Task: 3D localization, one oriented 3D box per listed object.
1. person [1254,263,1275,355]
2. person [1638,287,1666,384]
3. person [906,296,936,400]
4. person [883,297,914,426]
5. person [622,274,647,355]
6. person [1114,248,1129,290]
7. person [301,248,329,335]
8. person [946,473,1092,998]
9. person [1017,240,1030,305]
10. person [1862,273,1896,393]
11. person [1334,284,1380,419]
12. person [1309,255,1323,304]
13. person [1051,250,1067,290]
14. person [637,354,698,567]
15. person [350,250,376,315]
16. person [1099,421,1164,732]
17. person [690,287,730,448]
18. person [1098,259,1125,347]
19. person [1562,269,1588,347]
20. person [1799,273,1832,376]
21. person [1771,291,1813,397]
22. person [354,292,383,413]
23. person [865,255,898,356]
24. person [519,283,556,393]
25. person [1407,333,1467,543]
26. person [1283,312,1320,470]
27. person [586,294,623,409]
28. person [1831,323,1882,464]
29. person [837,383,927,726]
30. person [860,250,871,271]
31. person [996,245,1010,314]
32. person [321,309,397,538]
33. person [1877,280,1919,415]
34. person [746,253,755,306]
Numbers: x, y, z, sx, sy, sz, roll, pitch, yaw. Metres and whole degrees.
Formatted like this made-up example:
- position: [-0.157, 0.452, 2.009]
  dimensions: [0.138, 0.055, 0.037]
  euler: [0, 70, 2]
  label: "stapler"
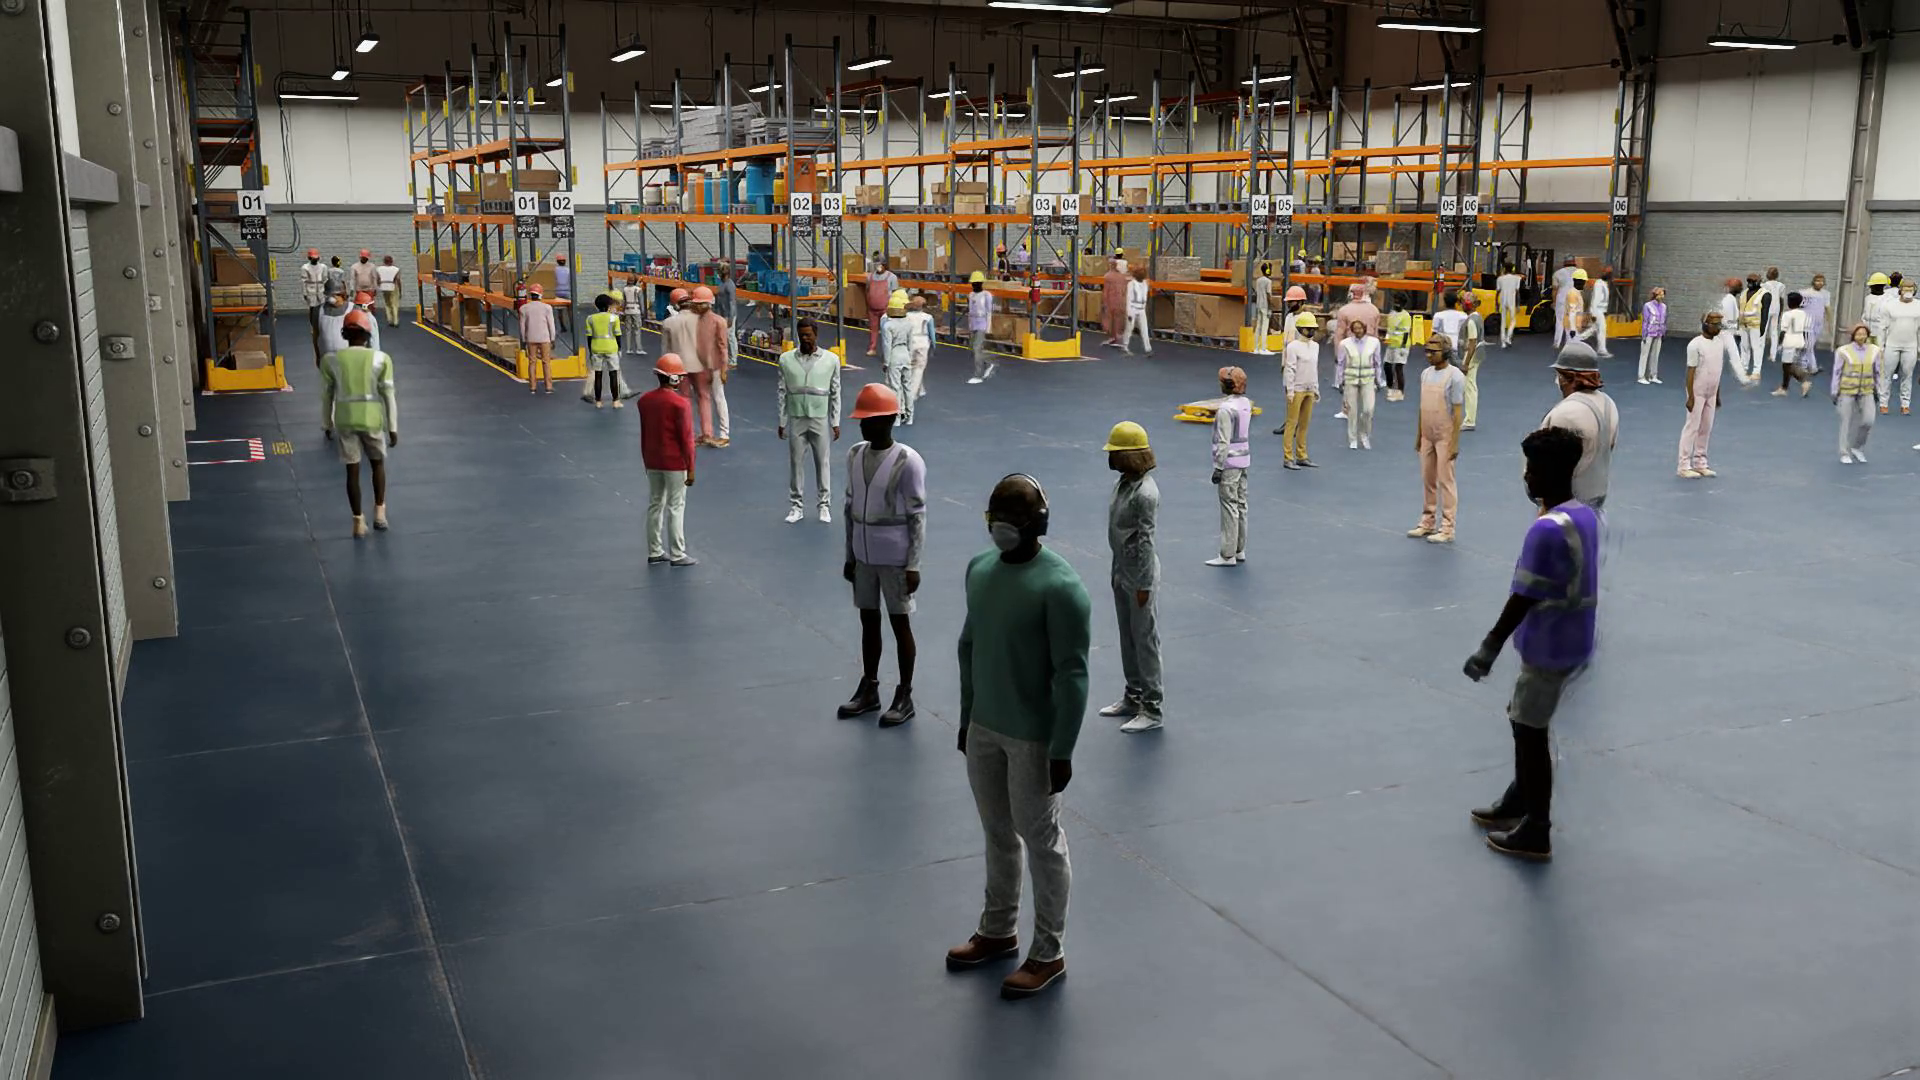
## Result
- position: [6.206, -4.716, 33.931]
  dimensions: [0.333, 1.872, 0.515]
  euler: [-4, 12, -22]
  label: "person"
- position: [11.716, -3.451, 28.120]
  dimensions: [0.514, 1.634, 0.313]
  euler: [-5, 12, -24]
  label: "person"
- position: [-0.654, -2.975, 25.765]
  dimensions: [0.528, 1.603, 0.829]
  euler: [4, 12, 20]
  label: "person"
- position: [-0.854, -2.426, 22.618]
  dimensions: [0.485, 1.744, 0.308]
  euler: [-9, 15, -40]
  label: "person"
- position: [-6.659, -4.600, 33.931]
  dimensions: [0.514, 1.640, 0.310]
  euler: [5, 12, 25]
  label: "person"
- position: [4.399, -7.081, 45.850]
  dimensions: [0.590, 1.917, 0.424]
  euler: [-10, 15, -42]
  label: "person"
- position: [-15.249, -5.875, 39.405]
  dimensions: [0.610, 2.039, 0.400]
  euler: [-8, 14, -34]
  label: "person"
- position: [0.206, 0.712, 6.171]
  dimensions: [0.362, 1.939, 0.636]
  euler: [-9, 14, -38]
  label: "person"
- position: [2.079, -8.427, 52.347]
  dimensions: [0.605, 2.045, 0.378]
  euler: [7, 13, 32]
  label: "person"
- position: [14.690, -3.316, 26.682]
  dimensions: [0.383, 1.924, 0.589]
  euler: [-3, 12, -16]
  label: "person"
- position: [5.553, -2.647, 23.382]
  dimensions: [0.660, 1.895, 0.407]
  euler: [-3, 12, -15]
  label: "person"
- position: [9.396, -6.634, 43.959]
  dimensions: [0.345, 1.767, 0.546]
  euler: [-1, 11, -4]
  label: "person"
- position: [3.022, -7.945, 50.632]
  dimensions: [0.524, 1.760, 0.327]
  euler: [-2, 11, -11]
  label: "person"
- position: [-2.364, -0.644, 13.569]
  dimensions: [0.574, 1.746, 0.346]
  euler: [8, 13, 34]
  label: "person"
- position: [-14.847, -6.226, 41.396]
  dimensions: [0.655, 1.946, 0.893]
  euler: [-5, 12, -24]
  label: "person"
- position: [0.950, 0.198, 9.314]
  dimensions: [0.340, 1.734, 0.483]
  euler: [-3, 12, -16]
  label: "person"
- position: [-3.118, -2.122, 20.493]
  dimensions: [0.626, 1.982, 0.432]
  euler: [8, 13, 34]
  label: "person"
- position: [3.224, -5.094, 35.793]
  dimensions: [0.679, 1.888, 0.537]
  euler: [-10, 15, -41]
  label: "person"
- position: [10.513, -3.668, 28.471]
  dimensions: [0.382, 1.923, 0.590]
  euler: [4, 12, 22]
  label: "person"
- position: [15.180, -3.806, 29.479]
  dimensions: [0.540, 1.798, 0.937]
  euler: [0, 11, 0]
  label: "person"
- position: [13.019, -3.033, 25.895]
  dimensions: [0.539, 1.676, 0.708]
  euler: [-6, 13, -30]
  label: "person"
- position: [-8.439, -2.641, 23.683]
  dimensions: [0.337, 1.752, 0.564]
  euler: [-5, 12, -26]
  label: "person"
- position: [-1.614, -4.725, 33.543]
  dimensions: [0.672, 2.000, 0.536]
  euler: [3, 12, 16]
  label: "person"
- position: [-6.757, -3.227, 26.658]
  dimensions: [0.563, 1.753, 0.327]
  euler: [0, 11, 1]
  label: "person"
- position: [4.199, -0.892, 14.594]
  dimensions: [0.337, 1.837, 0.507]
  euler: [-5, 12, -24]
  label: "person"
- position: [3.876, -1.682, 18.778]
  dimensions: [0.523, 1.769, 0.314]
  euler: [-9, 14, -39]
  label: "person"
- position: [-5.224, -2.765, 24.463]
  dimensions: [0.529, 1.694, 0.321]
  euler: [1, 11, 3]
  label: "person"
- position: [10.272, -1.672, 19.070]
  dimensions: [0.550, 1.624, 0.405]
  euler: [2, 11, 9]
  label: "person"
- position: [-0.447, 0.084, 9.367]
  dimensions: [0.546, 1.939, 0.375]
  euler: [9, 14, 38]
  label: "person"
- position: [-3.062, -8.334, 52.619]
  dimensions: [0.573, 1.749, 0.343]
  euler: [-5, 12, -23]
  label: "person"
- position: [1.116, -6.814, 44.199]
  dimensions: [0.433, 2.034, 0.611]
  euler: [3, 12, 15]
  label: "person"
- position: [-5.376, -1.048, 14.904]
  dimensions: [0.624, 2.014, 0.687]
  euler: [-4, 12, -18]
  label: "person"
- position: [13.460, -2.750, 23.795]
  dimensions: [0.627, 1.933, 0.367]
  euler: [4, 12, 22]
  label: "person"
- position: [-6.518, -8.094, 51.687]
  dimensions: [0.306, 1.640, 0.523]
  euler: [1, 11, 5]
  label: "person"
